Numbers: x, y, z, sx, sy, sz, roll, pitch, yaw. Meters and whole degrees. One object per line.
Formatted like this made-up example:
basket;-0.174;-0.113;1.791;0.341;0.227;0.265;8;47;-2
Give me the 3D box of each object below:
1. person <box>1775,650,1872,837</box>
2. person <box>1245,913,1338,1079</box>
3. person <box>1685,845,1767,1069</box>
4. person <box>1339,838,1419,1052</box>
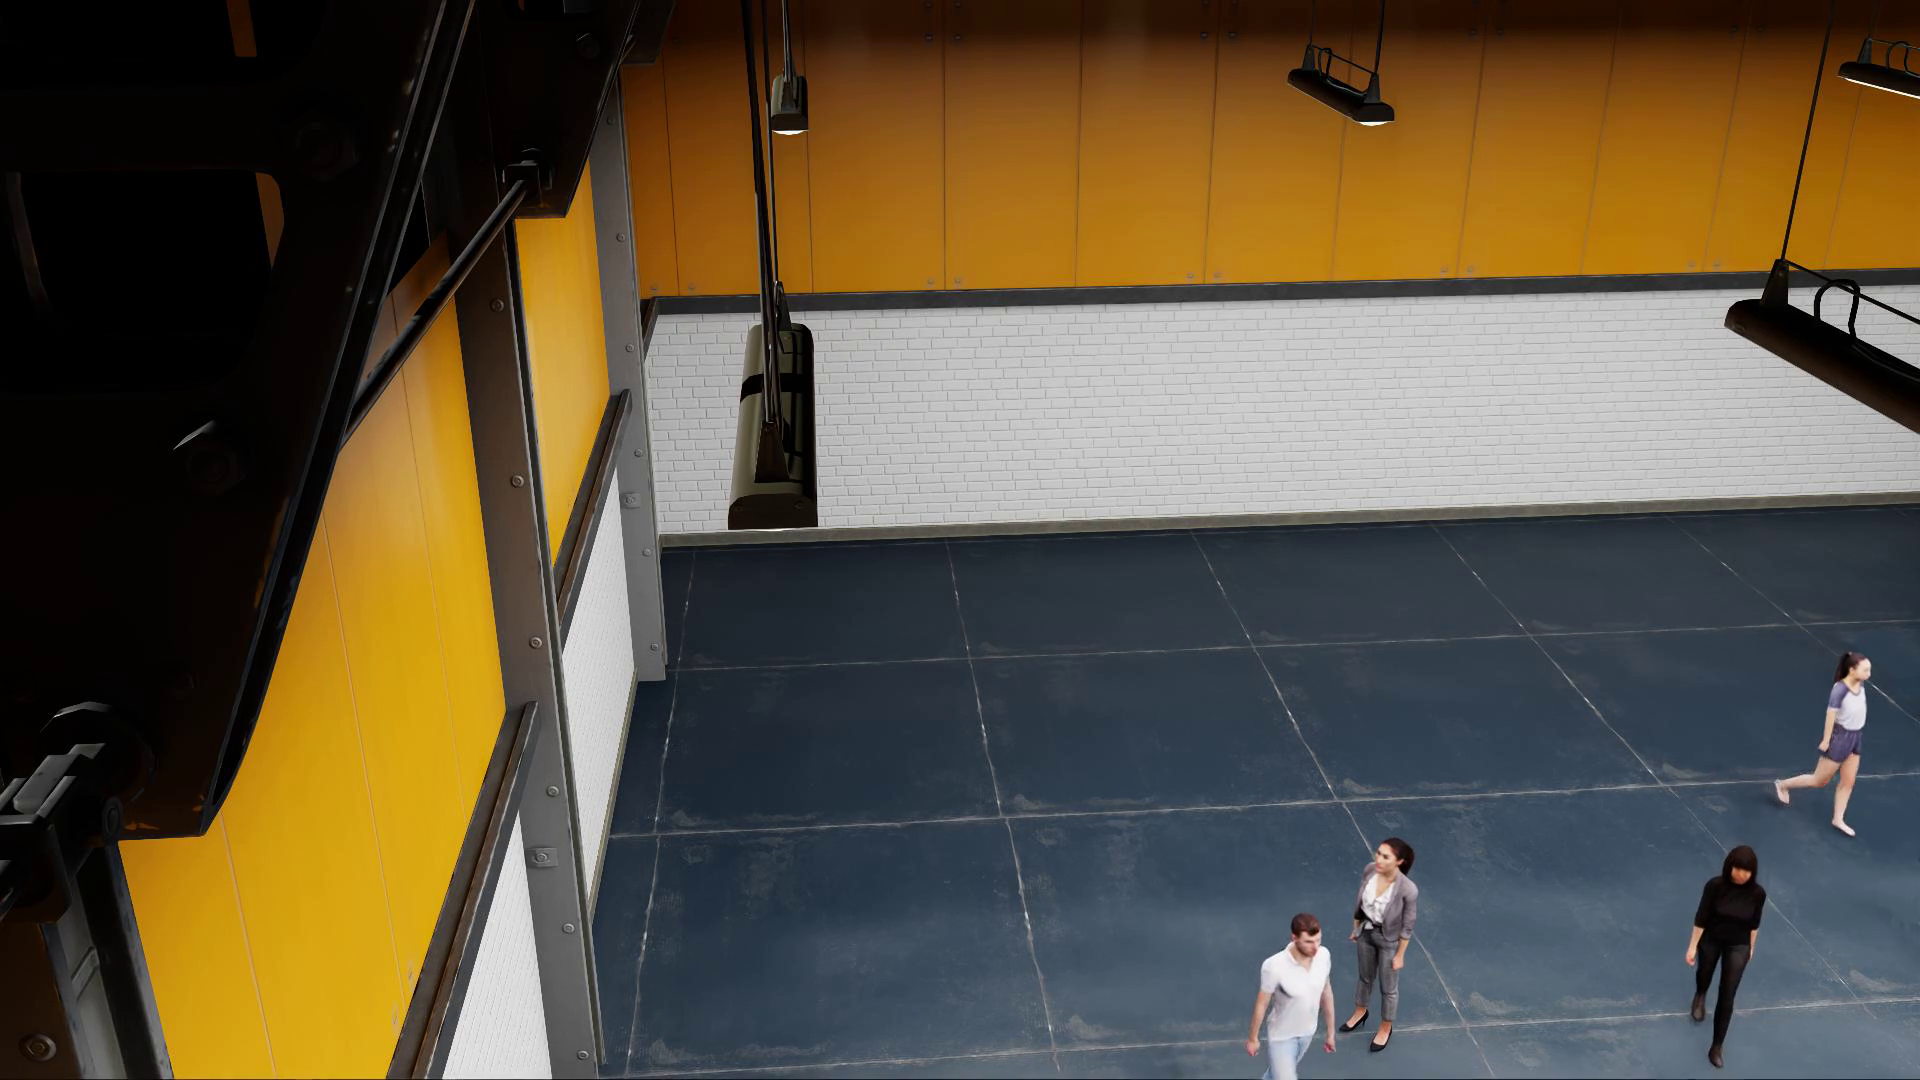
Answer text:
person;7.411;1.686;14.159;0.864;1.629;1.046;-14;27;-29
person;2.055;3.120;10.649;0.990;1.813;1.218;-13;27;-26
person;5.347;2.789;11.674;0.920;1.598;1.154;9;25;21
person;2.938;2.788;11.579;0.784;1.678;0.693;-17;29;-33
